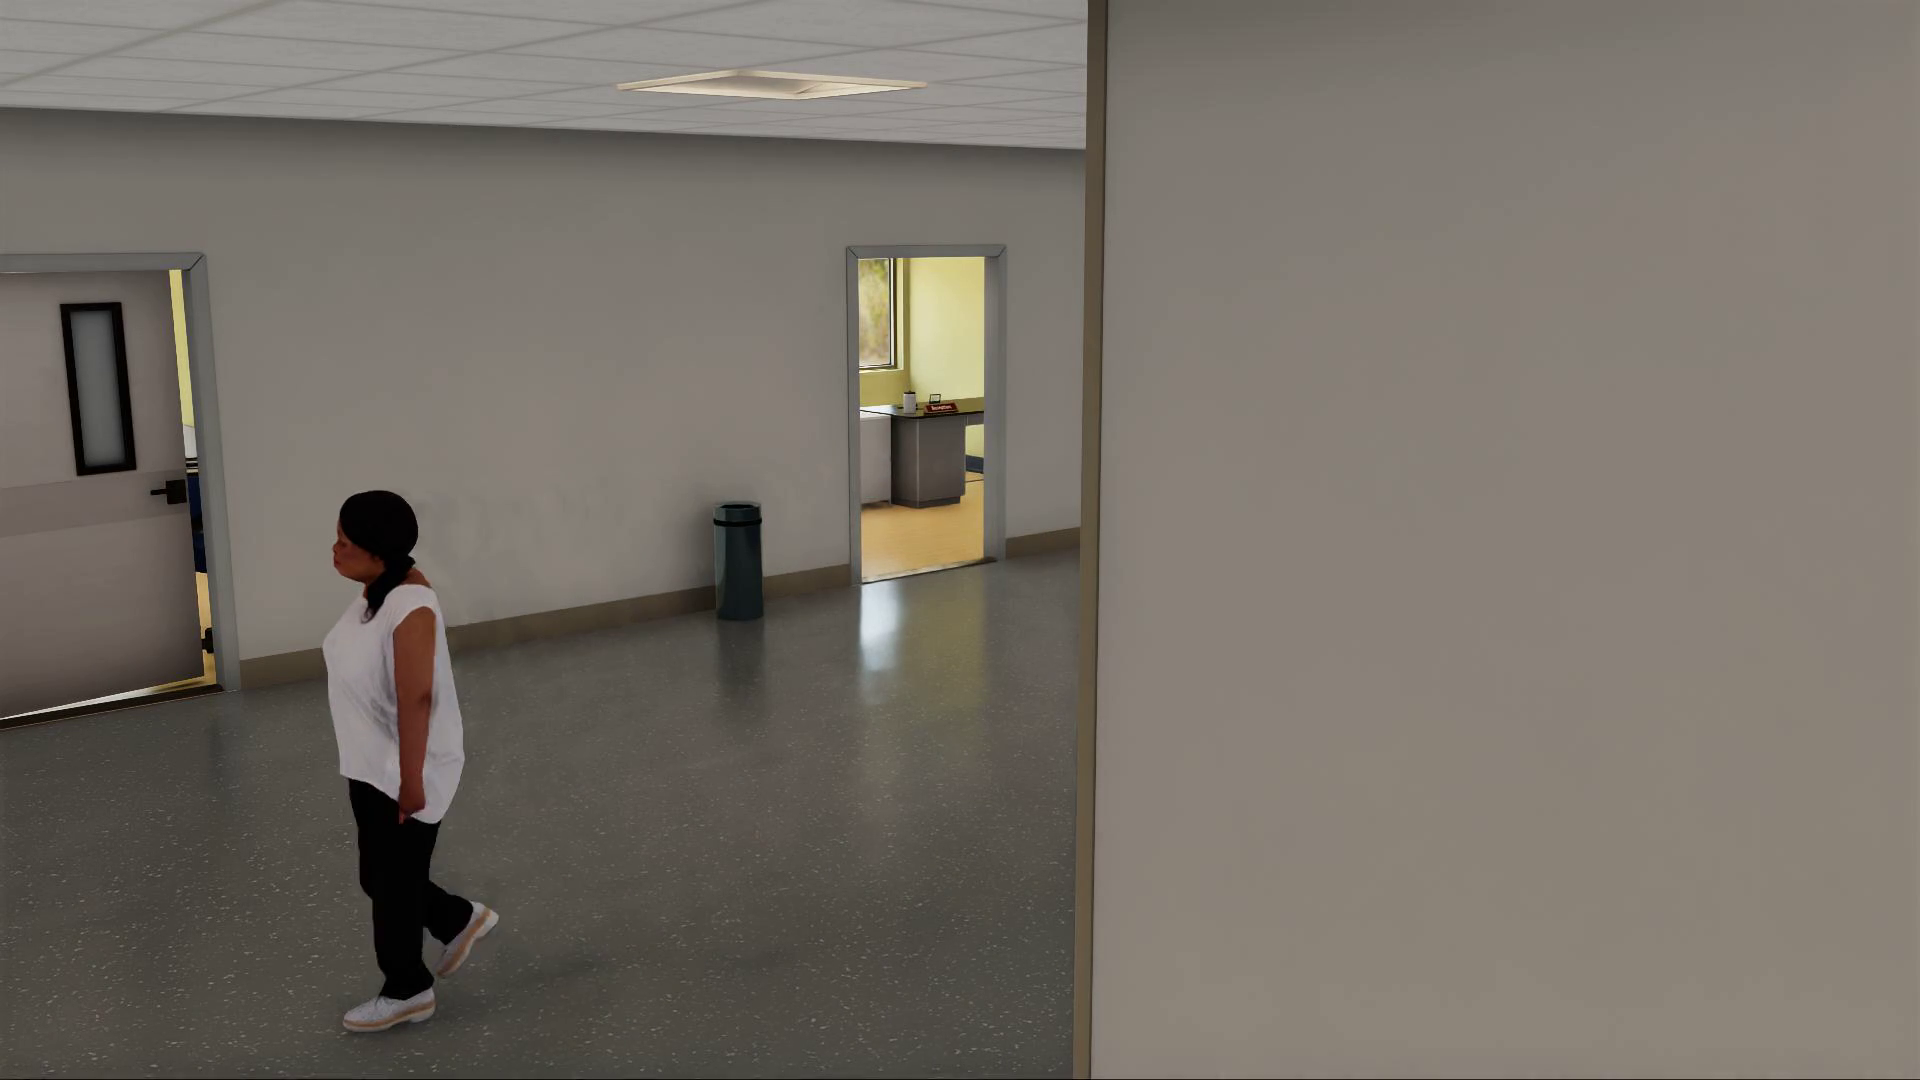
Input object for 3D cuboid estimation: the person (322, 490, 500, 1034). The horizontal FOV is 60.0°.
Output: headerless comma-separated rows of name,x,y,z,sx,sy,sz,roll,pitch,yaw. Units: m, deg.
person,-1.677,0.666,5.108,0.813,1.675,0.767,-5,12,-26
